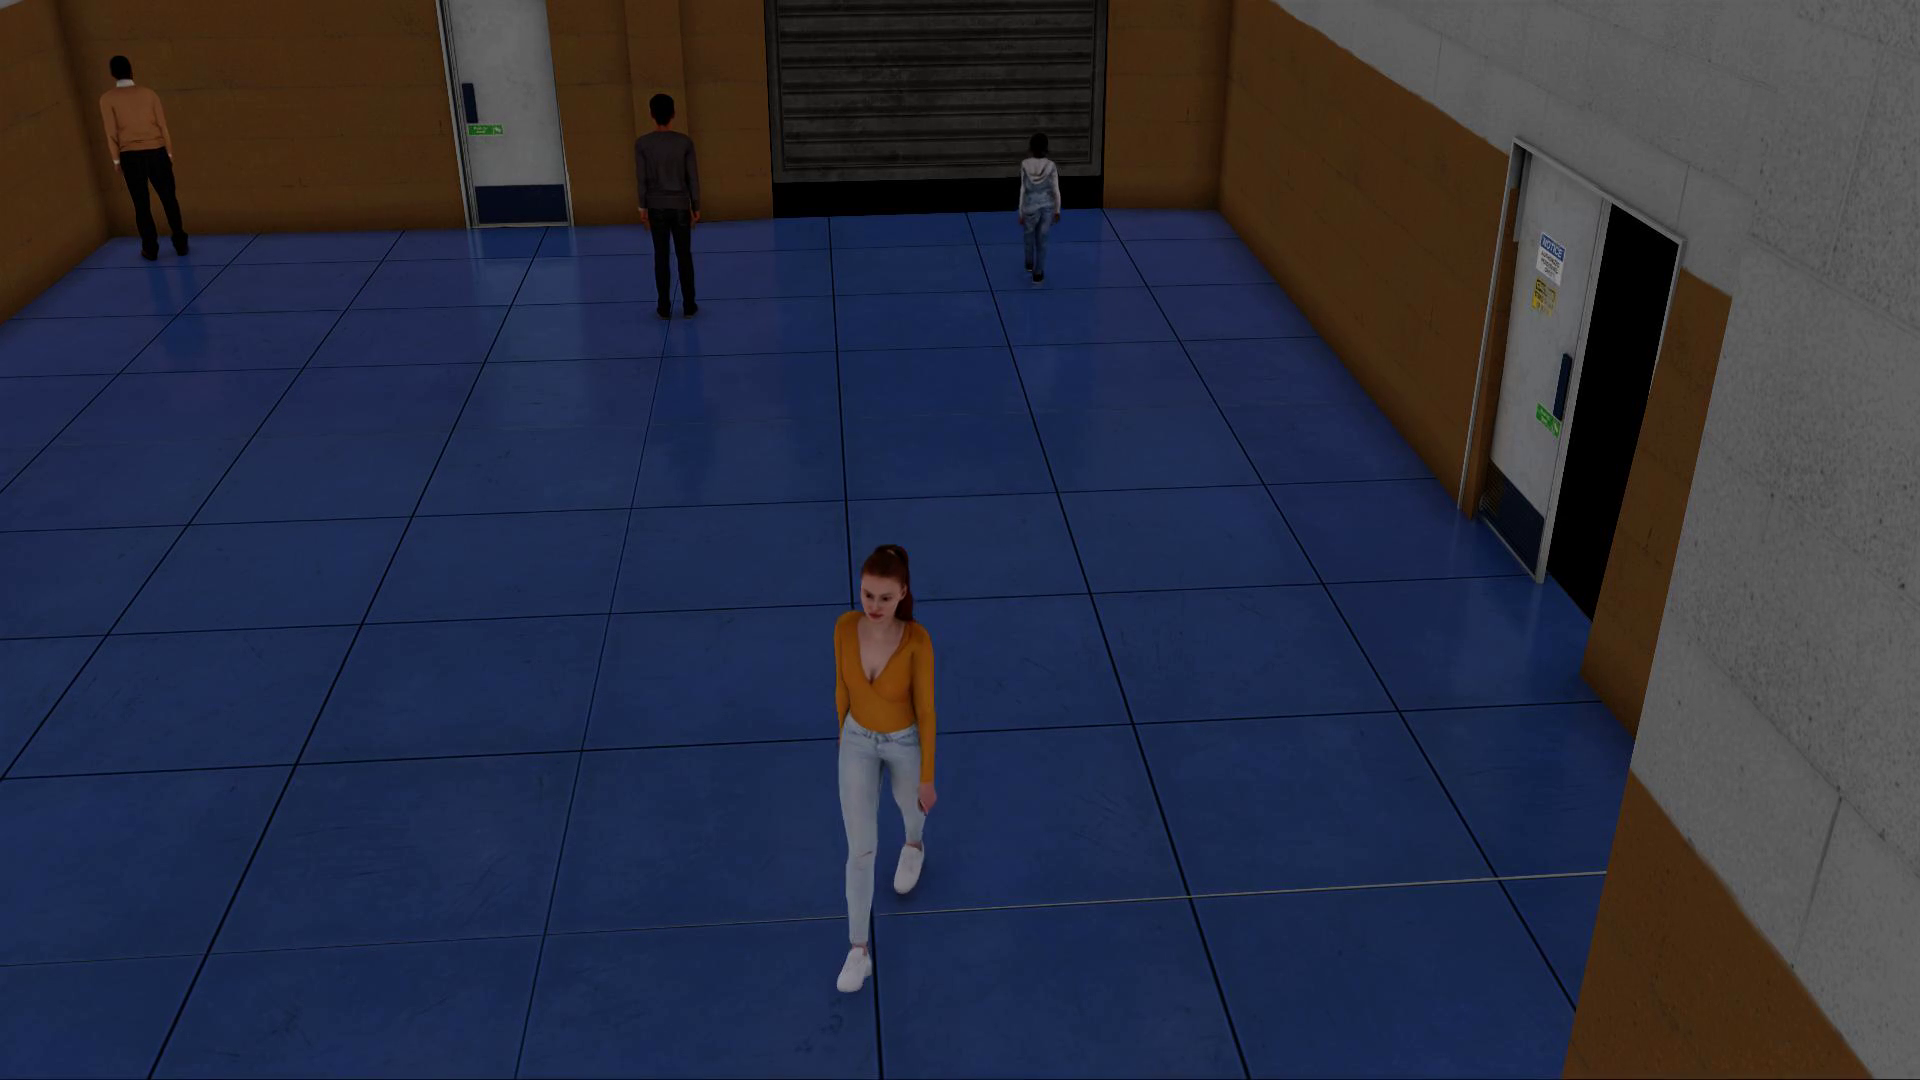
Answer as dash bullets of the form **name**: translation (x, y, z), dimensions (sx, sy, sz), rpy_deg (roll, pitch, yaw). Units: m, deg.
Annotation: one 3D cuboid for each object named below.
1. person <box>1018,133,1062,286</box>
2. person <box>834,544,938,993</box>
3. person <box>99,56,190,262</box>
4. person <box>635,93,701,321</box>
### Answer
- **person**: translation (0.644, -2.771, 14.023), dimensions (0.763, 1.235, 0.671), rpy_deg (4, 27, 7)
- **person**: translation (-0.257, 0.798, 6.483), dimensions (1.241, 1.688, 0.960), rpy_deg (6, 28, 12)
- **person**: translation (-7.155, -3.345, 14.577), dimensions (0.691, 1.751, 0.811), rpy_deg (-16, 31, -28)
- **person**: translation (-2.303, -2.621, 13.142), dimensions (0.489, 1.765, 0.723), rpy_deg (10, 29, 19)
